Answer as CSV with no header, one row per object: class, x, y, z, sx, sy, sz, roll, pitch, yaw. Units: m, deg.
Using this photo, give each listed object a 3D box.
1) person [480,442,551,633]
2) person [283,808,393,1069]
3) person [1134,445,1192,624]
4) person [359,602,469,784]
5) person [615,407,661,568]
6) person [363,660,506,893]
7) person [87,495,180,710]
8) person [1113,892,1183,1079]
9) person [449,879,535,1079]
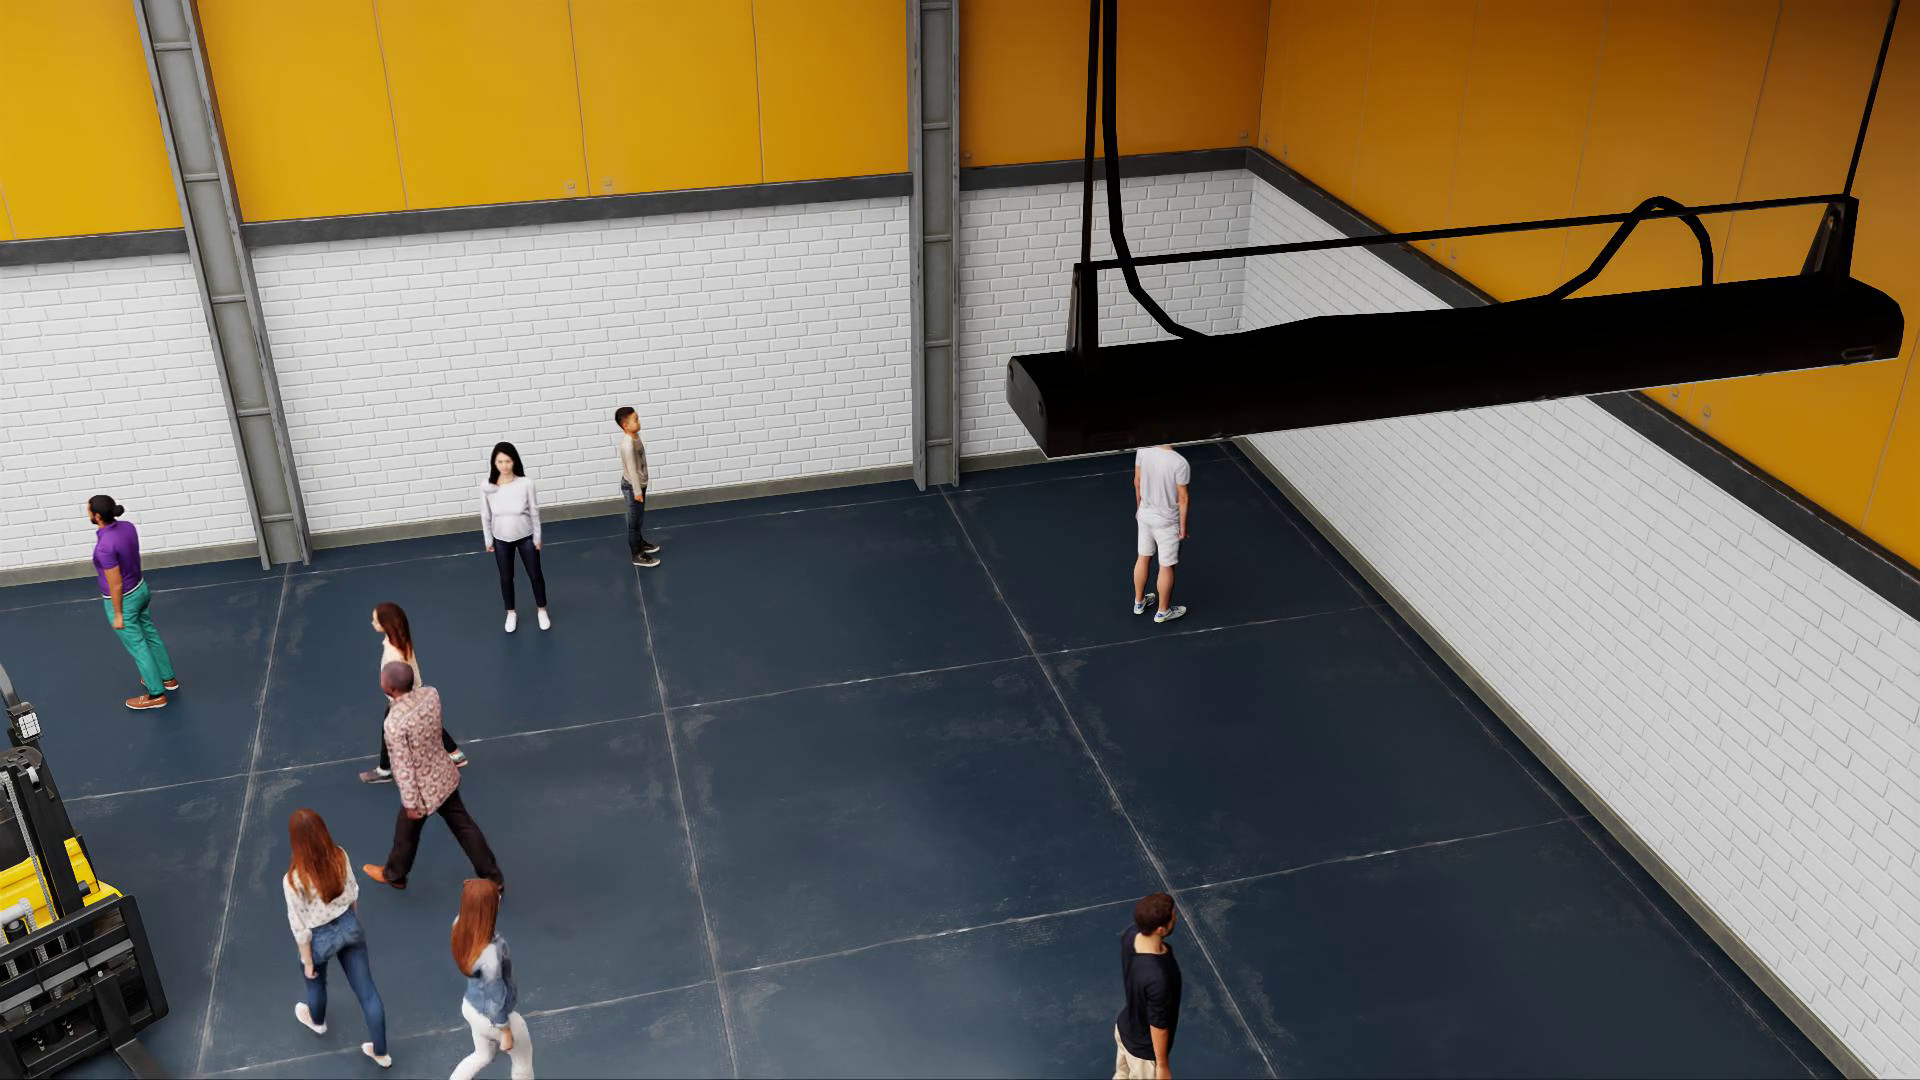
person,-3.616,-0.032,13.521,0.512,1.697,0.692,-4,29,-7
person,-3.460,2.272,9.299,1.003,1.696,1.032,22,36,35
person,1.641,-0.201,13.667,0.762,1.854,0.751,25,37,38
person,-3.858,1.088,11.729,1.002,1.447,0.652,-4,29,-8
person,-2.860,-0.490,14.603,0.553,1.465,0.585,-3,29,-5
person,-3.296,1.569,10.522,1.309,1.758,1.136,9,30,16
person,-6.278,0.449,12.566,0.613,1.768,0.675,-1,29,-2
person,0.942,2.570,8.589,0.546,1.851,0.634,-7,29,-12
person,-2.575,2.546,8.819,1.126,1.675,0.891,-21,35,-33
